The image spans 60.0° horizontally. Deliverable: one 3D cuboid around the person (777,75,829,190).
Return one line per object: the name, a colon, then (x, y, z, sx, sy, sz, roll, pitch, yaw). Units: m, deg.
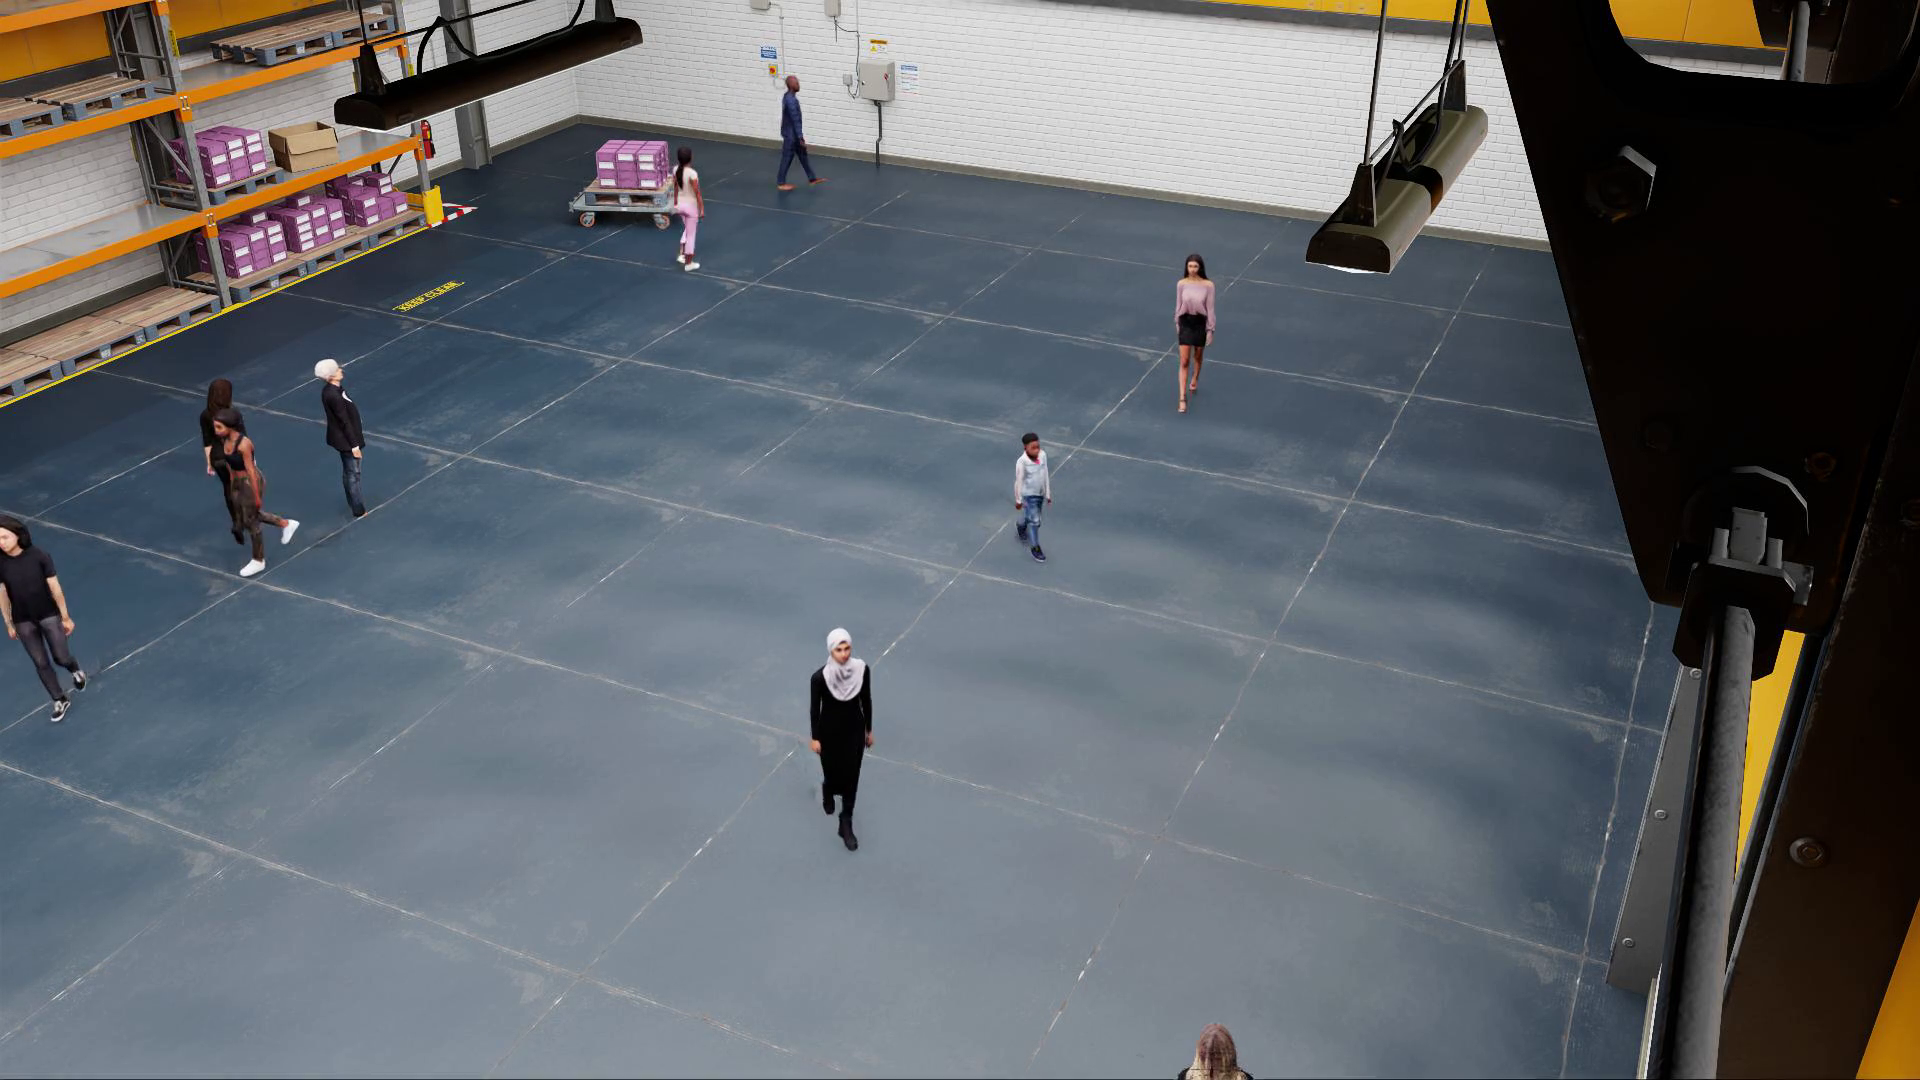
person: (-2.724, -6.377, 26.158, 1.063, 1.782, 1.109, -2, 29, -4)

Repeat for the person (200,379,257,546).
person: (-7.013, -0.725, 15.967, 0.857, 1.619, 1.030, -4, 29, -7)

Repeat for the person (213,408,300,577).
person: (-6.542, -0.495, 15.487, 0.703, 1.674, 0.969, 21, 35, 33)

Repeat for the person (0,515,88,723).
person: (-7.404, 0.561, 13.395, 0.845, 1.823, 0.912, -6, 29, -11)

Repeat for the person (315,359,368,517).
person: (-6.073, -0.981, 16.561, 0.776, 1.784, 0.828, -14, 32, -24)

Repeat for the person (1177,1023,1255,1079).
person: (1.313, 3.267, 8.621, 0.779, 1.645, 1.229, 6, 29, 10)

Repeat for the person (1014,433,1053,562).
person: (0.673, -0.474, 15.892, 0.848, 1.249, 0.802, -18, 33, -30)

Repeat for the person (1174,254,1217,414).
person: (2.668, -2.378, 18.839, 0.768, 1.770, 1.129, 7, 29, 13)

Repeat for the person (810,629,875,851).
person: (-0.879, 1.378, 11.954, 0.855, 1.770, 0.909, -11, 31, -20)

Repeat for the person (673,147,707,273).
person: (-3.798, -4.510, 22.789, 0.665, 1.730, 0.689, 19, 34, 31)
